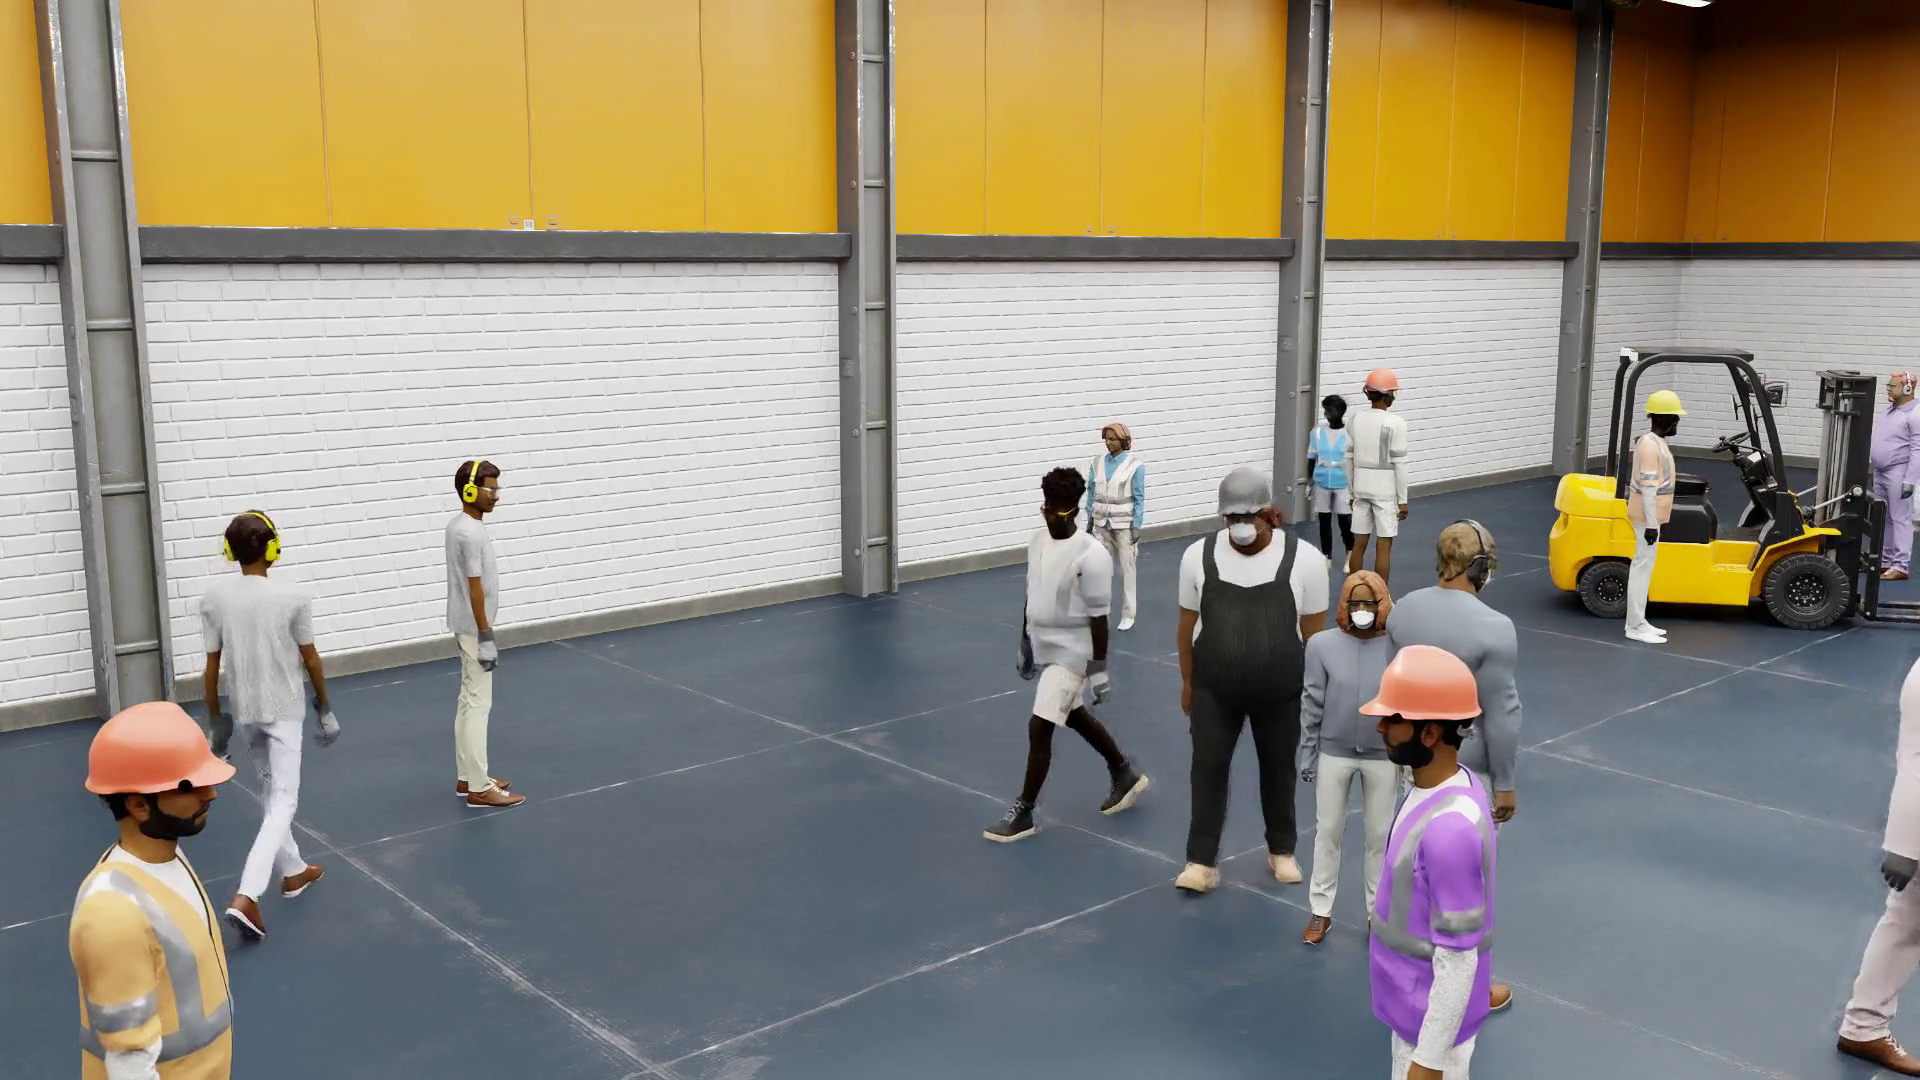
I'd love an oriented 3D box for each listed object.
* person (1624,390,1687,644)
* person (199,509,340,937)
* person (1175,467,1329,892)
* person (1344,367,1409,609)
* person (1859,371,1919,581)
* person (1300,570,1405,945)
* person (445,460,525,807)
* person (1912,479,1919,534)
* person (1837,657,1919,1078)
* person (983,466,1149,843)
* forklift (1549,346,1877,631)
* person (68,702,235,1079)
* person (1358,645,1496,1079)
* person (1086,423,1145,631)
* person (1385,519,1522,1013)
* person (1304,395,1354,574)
[{"bbox_3d":[5.311,-0.184,12.744,0.370,1.929,0.585,4,11,24],"label":"person"},{"bbox_3d":[-3.080,0.785,7.347,0.511,1.842,0.908,1,10,7],"label":"person"},{"bbox_3d":[1.337,0.627,7.666,0.687,2.000,0.679,2,10,13],"label":"person"},{"bbox_3d":[3.415,-0.389,13.596,0.365,2.048,0.607,-7,12,-37],"label":"person"},{"bbox_3d":[8.509,-0.587,15.166,0.407,1.910,0.638,0,10,1],"label":"person"},{"bbox_3d":[1.697,0.931,7.080,0.501,1.633,0.279,2,10,14],"label":"person"},{"bbox_3d":[-2.584,0.499,8.940,0.328,1.865,0.517,-5,11,-26],"label":"person"},{"bbox_3d":[10.383,-0.990,17.702,0.705,1.849,0.374,-5,11,-25],"label":"person"},{"bbox_3d":[3.574,1.037,5.767,0.902,1.864,0.655,9,13,42],"label":"person"},{"bbox_3d":[0.581,0.555,8.486,0.976,1.918,0.630,-5,11,-28],"label":"person"},{"bbox_3d":[6.109,-0.478,13.691,2.313,2.155,1.214,3,10,16],"label":"forklift"},{"bbox_3d":[-1.834,1.323,3.888,0.364,1.939,0.542,-3,10,-16],"label":"person"},{"bbox_3d":[1.217,1.231,4.433,0.362,1.935,0.553,2,10,12],"label":"person"},{"bbox_3d":[1.226,-0.111,13.162,0.514,1.641,0.307,7,12,36],"label":"person"},{"bbox_3d":[1.925,0.878,6.503,0.372,1.938,0.630,-6,11,-30],"label":"person"},{"bbox_3d":[3.473,-0.503,15.354,0.557,1.681,0.374,6,12,33],"label":"person"}]
